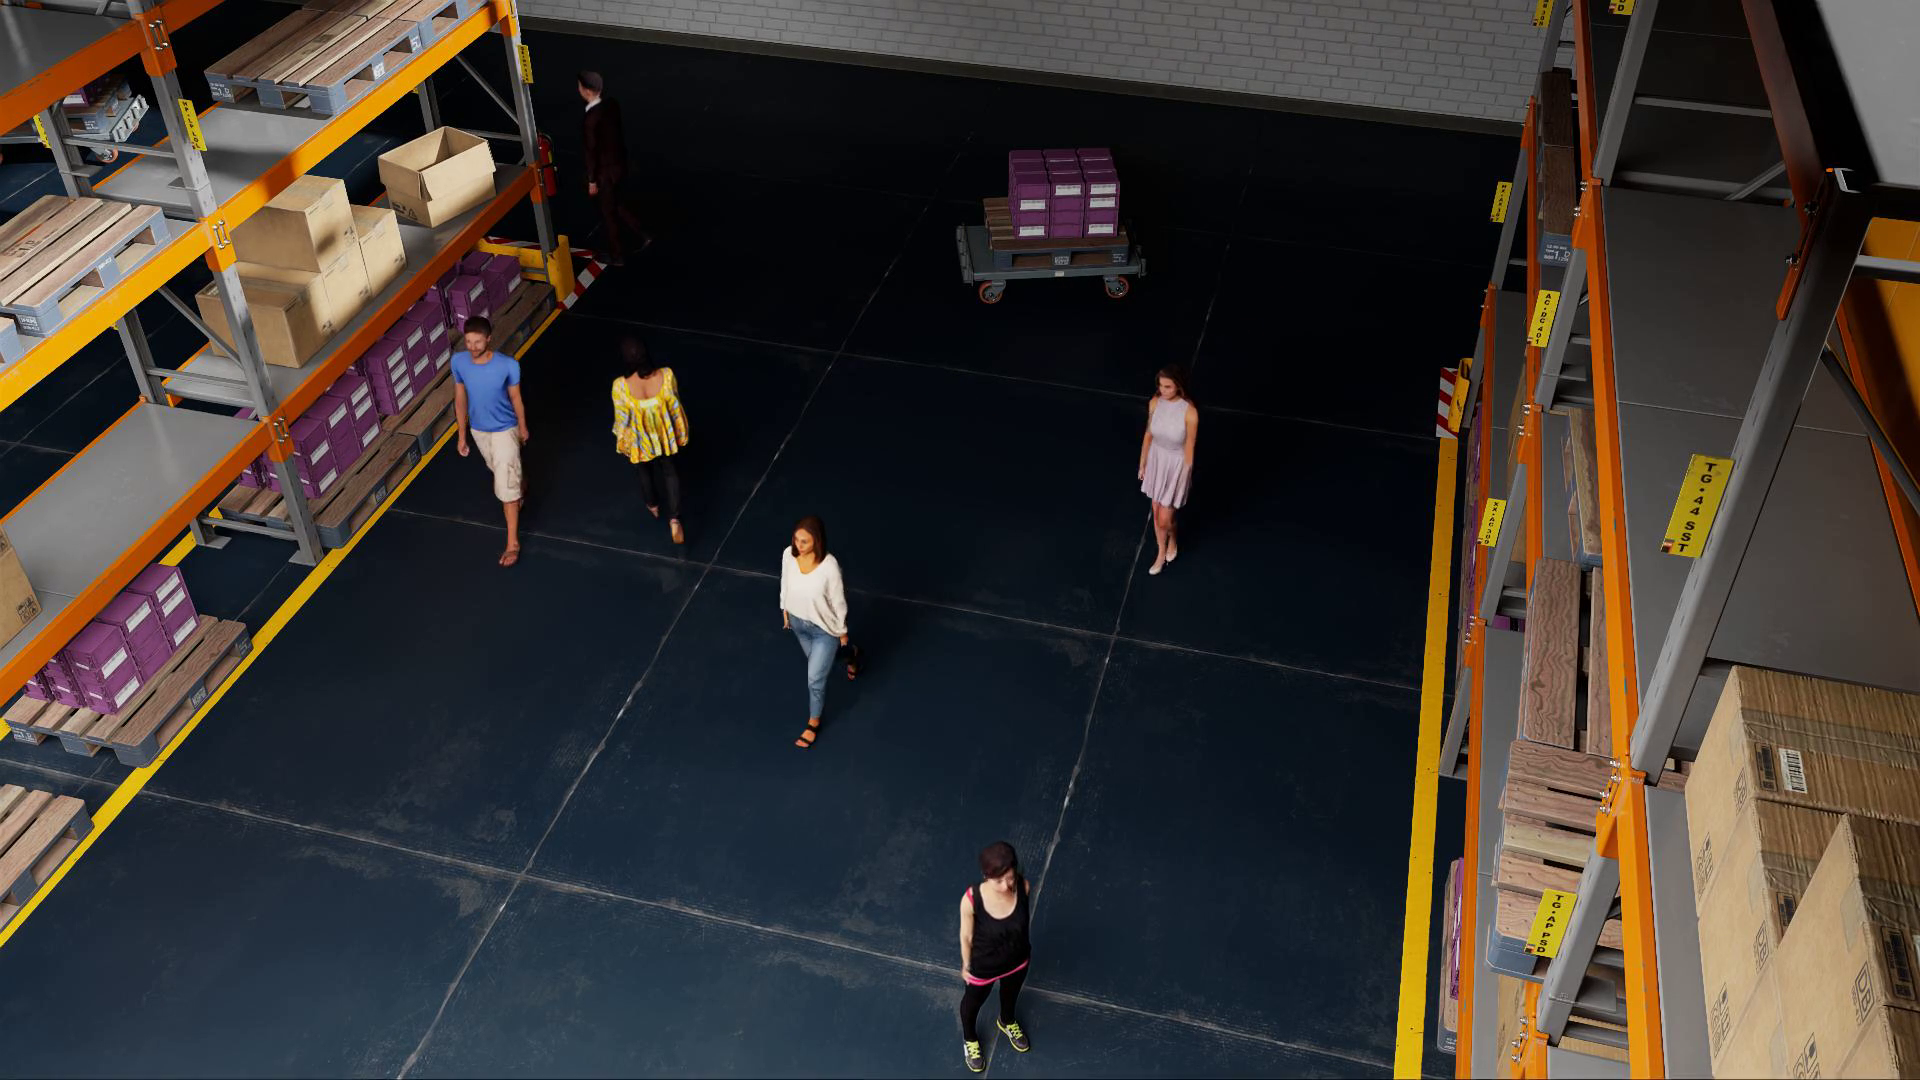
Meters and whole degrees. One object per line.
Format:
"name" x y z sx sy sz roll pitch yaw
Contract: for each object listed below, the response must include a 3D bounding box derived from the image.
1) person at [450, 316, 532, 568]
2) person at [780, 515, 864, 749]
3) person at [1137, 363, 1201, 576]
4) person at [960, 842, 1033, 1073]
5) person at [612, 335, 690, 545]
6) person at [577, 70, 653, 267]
"person" -3.326 -0.846 11.964 0.710 1.833 1.250 6 39 7
"person" -0.845 0.478 10.451 0.856 1.652 1.116 23 44 26
"person" 1.499 -0.499 11.598 0.702 1.748 0.764 27 46 29
"person" 0.184 2.099 8.502 0.623 1.552 0.671 -17 41 -20
"person" -2.184 -0.690 11.935 0.982 1.626 1.119 -10 40 -13
"person" -3.119 -3.327 15.055 0.742 1.853 0.713 9 40 11
